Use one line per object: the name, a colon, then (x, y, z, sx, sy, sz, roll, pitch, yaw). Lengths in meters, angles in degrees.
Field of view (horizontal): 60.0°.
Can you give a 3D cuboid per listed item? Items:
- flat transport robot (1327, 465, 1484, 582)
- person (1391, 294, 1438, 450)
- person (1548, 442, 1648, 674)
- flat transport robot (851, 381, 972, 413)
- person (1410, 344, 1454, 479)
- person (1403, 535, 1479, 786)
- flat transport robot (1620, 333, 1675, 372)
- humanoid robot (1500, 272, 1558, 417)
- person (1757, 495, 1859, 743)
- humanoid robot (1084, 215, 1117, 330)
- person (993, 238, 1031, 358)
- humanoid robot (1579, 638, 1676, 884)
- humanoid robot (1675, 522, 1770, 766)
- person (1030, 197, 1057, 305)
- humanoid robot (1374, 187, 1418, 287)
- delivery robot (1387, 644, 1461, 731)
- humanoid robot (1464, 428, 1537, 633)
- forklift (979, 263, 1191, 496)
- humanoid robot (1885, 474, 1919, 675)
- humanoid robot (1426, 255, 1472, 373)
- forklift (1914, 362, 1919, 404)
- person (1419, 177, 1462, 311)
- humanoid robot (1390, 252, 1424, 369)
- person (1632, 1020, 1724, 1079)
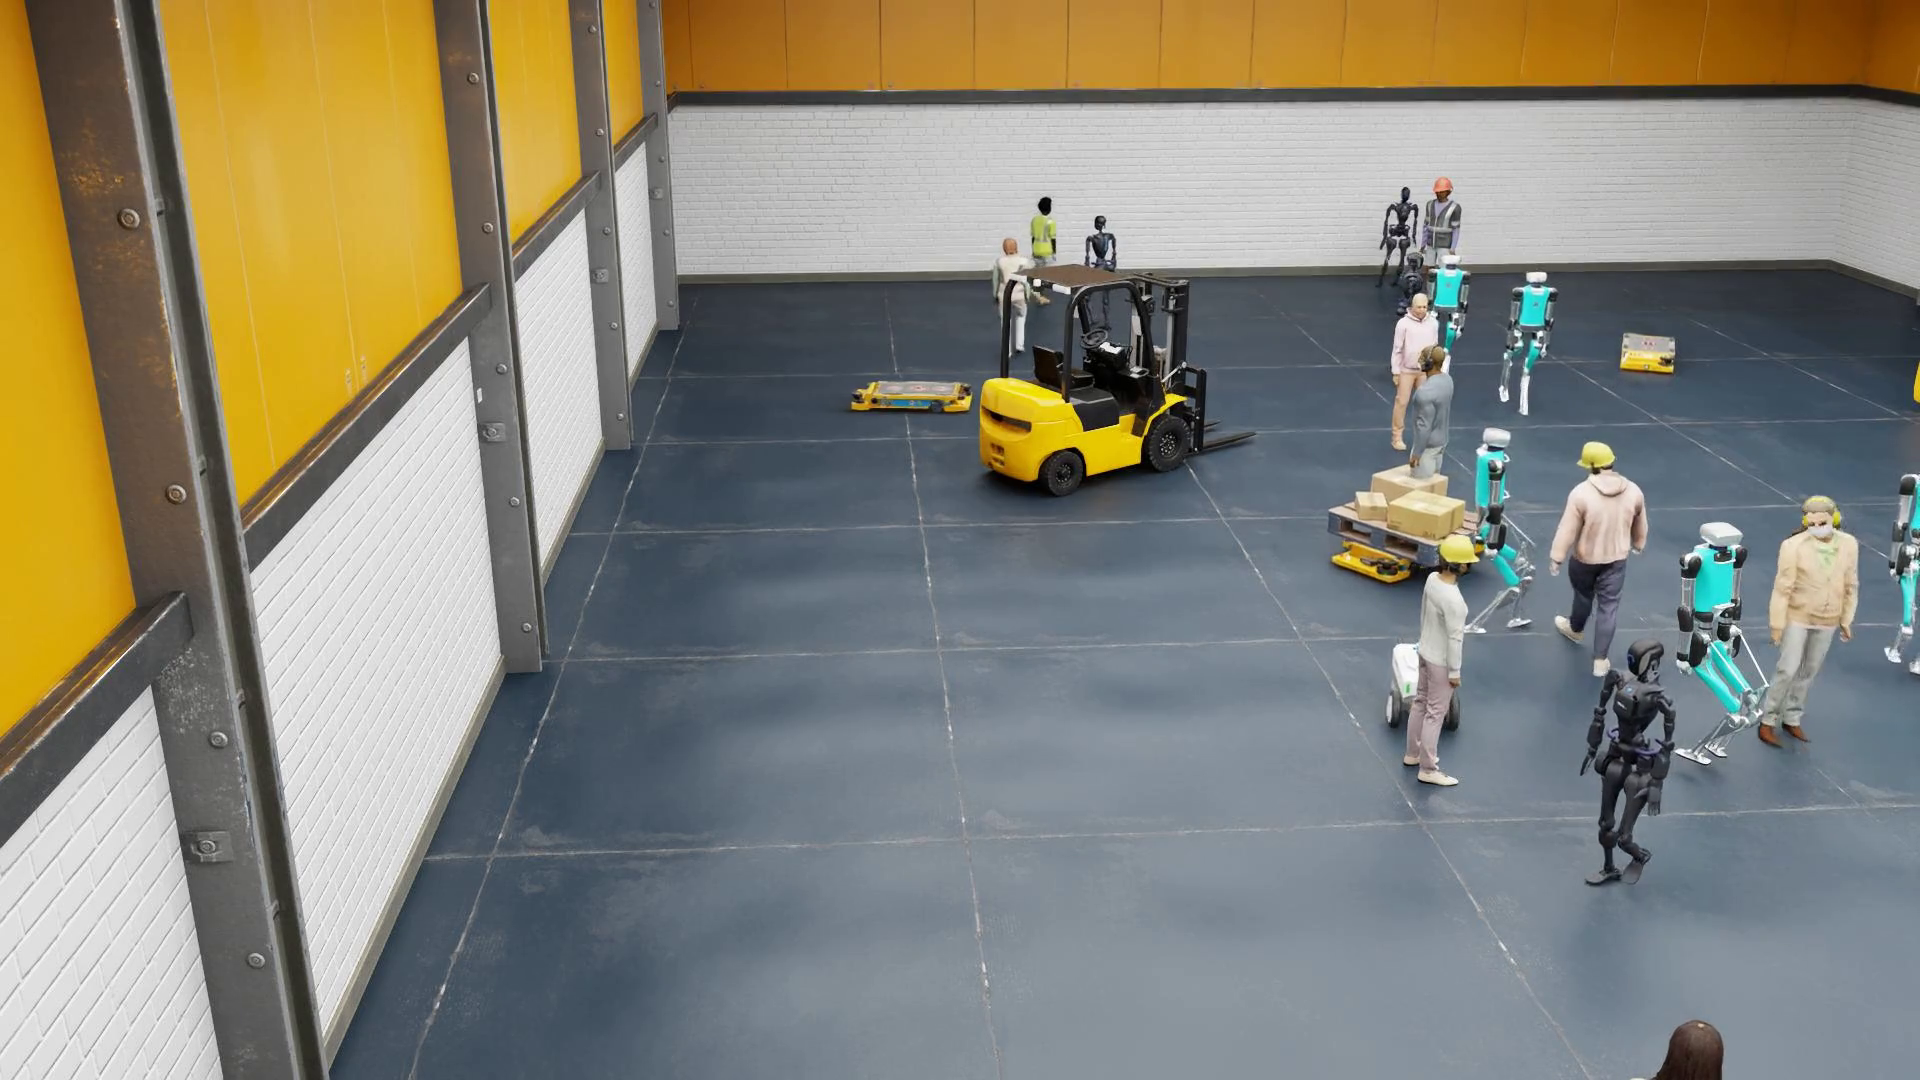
flat transport robot: (4.176, 0.078, 15.414, 1.431, 0.231, 0.659, -15, 25, -35)
person: (5.061, -1.888, 18.594, 0.537, 1.773, 0.413, -3, 20, -8)
person: (5.039, 0.089, 13.155, 0.810, 1.802, 0.911, 3, 20, 7)
flat transport robot: (-0.584, -1.756, 20.411, 1.431, 0.231, 0.659, 1, 20, 3)
person: (4.381, -0.886, 15.621, 0.379, 1.940, 0.627, 13, 24, 32)
person: (3.279, 0.798, 11.282, 0.324, 1.766, 0.530, -2, 20, -5)
flat transport robot: (9.328, -2.542, 22.554, 0.659, 0.231, 1.431, 8, 22, 20)
humanoid robot: (6.814, -2.450, 20.206, 0.534, 1.768, 0.976, 1, 20, 2)
person: (6.027, 0.558, 11.830, 0.592, 1.862, 0.386, 0, 20, -1)
humanoid robot: (2.048, -3.884, 24.155, 0.607, 1.646, 0.377, -12, 23, -30)
person: (0.711, -3.323, 22.710, 0.527, 1.613, 0.609, 3, 20, 8)
humanoid robot: (4.023, 1.333, 9.944, 0.383, 1.641, 0.599, -10, 22, -25)
humanoid robot: (5.206, 0.754, 11.249, 0.533, 1.677, 0.735, -9, 22, -23)
person: (1.265, -4.442, 25.659, 0.441, 1.683, 0.538, -15, 25, -35)
humanoid robot: (7.126, -4.916, 27.000, 0.612, 1.638, 0.415, -2, 20, -4)
delivery robot: (3.414, 1.071, 12.318, 0.499, 0.612, 0.809, 2, 20, 6)
humanoid robot: (4.570, -0.048, 13.637, 0.817, 1.770, 0.537, 2, 20, 5)
forklift: (1.315, -1.764, 17.646, 2.313, 2.155, 1.214, -14, 24, -33)
humanoid robot: (7.457, 0.259, 12.822, 0.543, 1.791, 0.869, 8, 22, 21)
humanoid robot: (6.122, -2.756, 21.049, 0.542, 1.807, 0.856, 5, 21, 14)
forklift: (12.602, -2.435, 19.475, 2.313, 2.155, 1.214, -1, 20, -4)
person: (7.273, -4.499, 25.320, 0.393, 2.038, 0.613, -17, 26, -38)
humanoid robot: (5.813, -2.904, 21.496, 0.331, 1.652, 0.599, 6, 21, 15)
person: (2.673, 2.620, 6.323, 0.470, 1.765, 0.365, 12, 23, 30)
